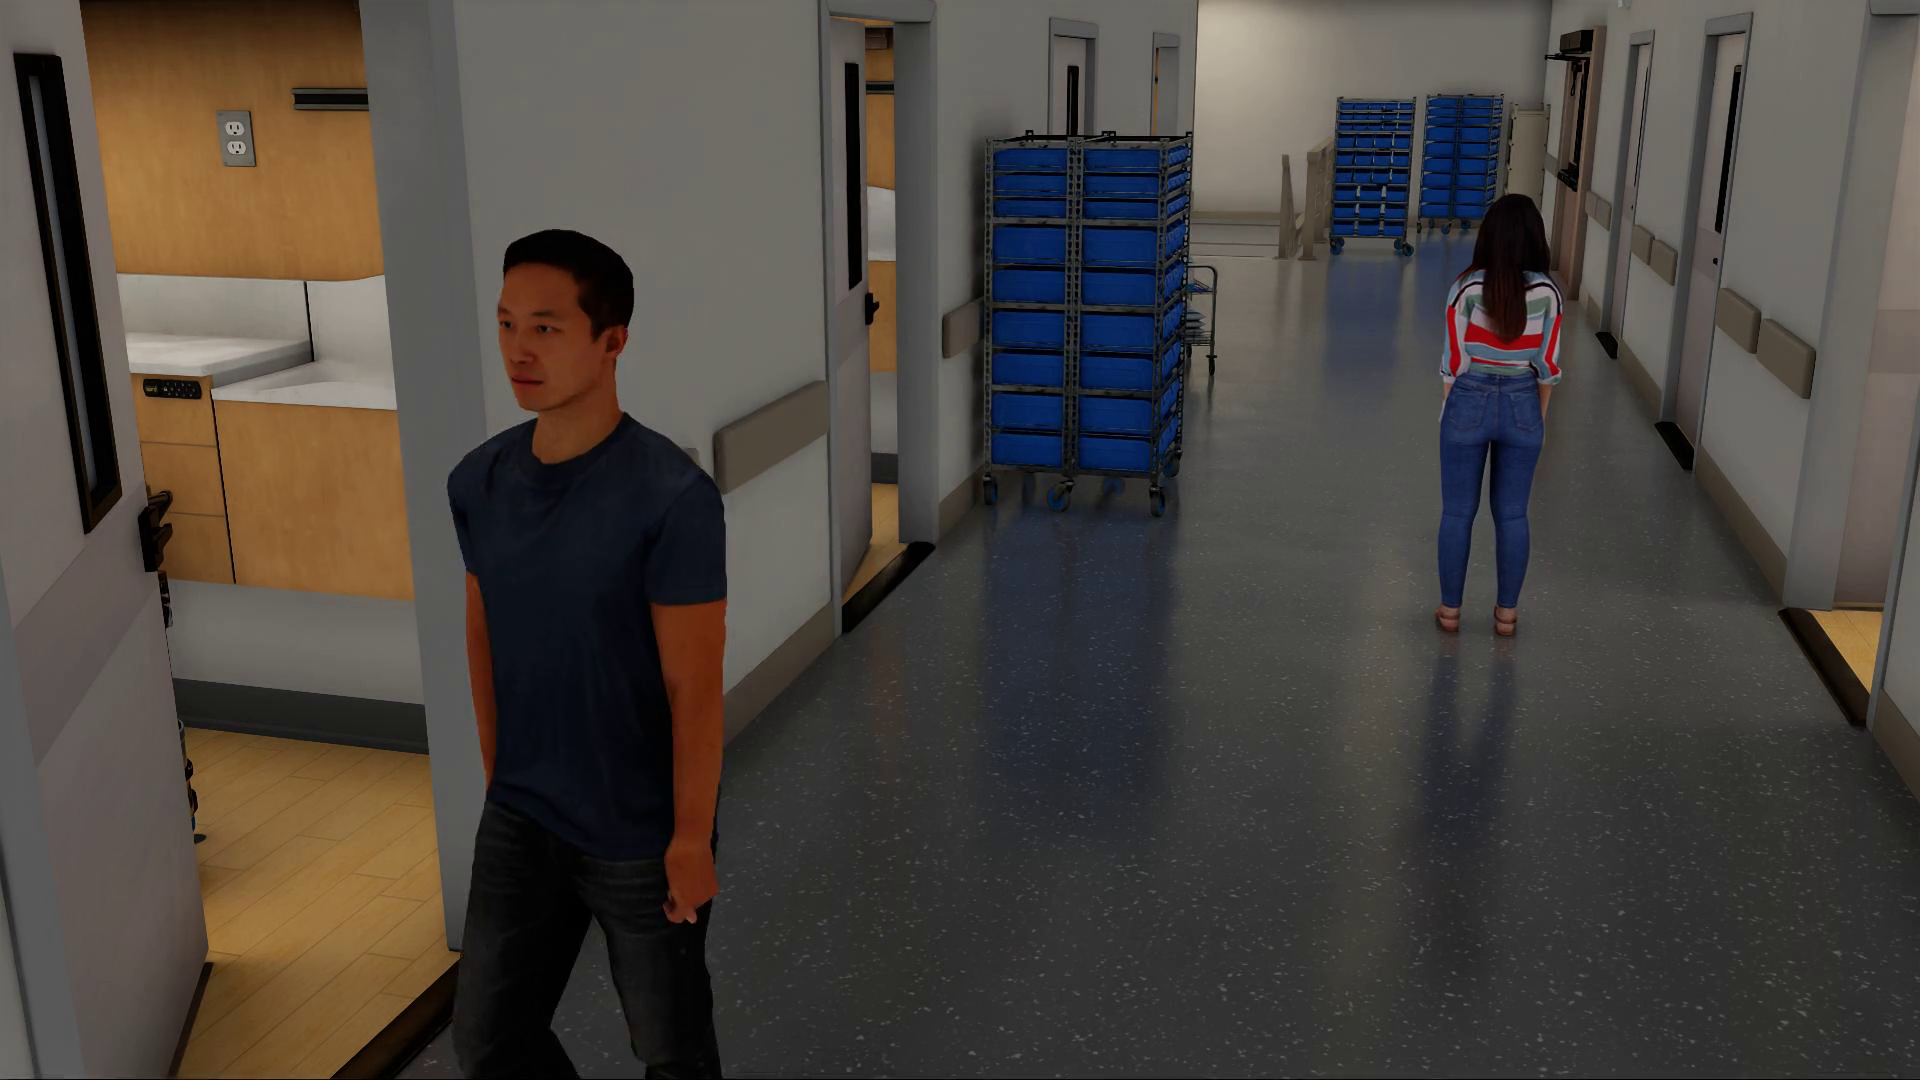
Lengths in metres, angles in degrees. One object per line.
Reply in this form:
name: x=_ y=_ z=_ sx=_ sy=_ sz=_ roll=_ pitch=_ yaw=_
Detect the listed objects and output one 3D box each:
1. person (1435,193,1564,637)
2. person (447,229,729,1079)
person: x=1.959 y=-0.454 z=6.106 sx=0.604 sy=1.612 sz=0.544 roll=2 pitch=16 yaw=8
person: x=-0.533 y=0.402 z=2.726 sx=0.702 sy=1.797 sz=0.684 roll=6 pitch=17 yaw=21
